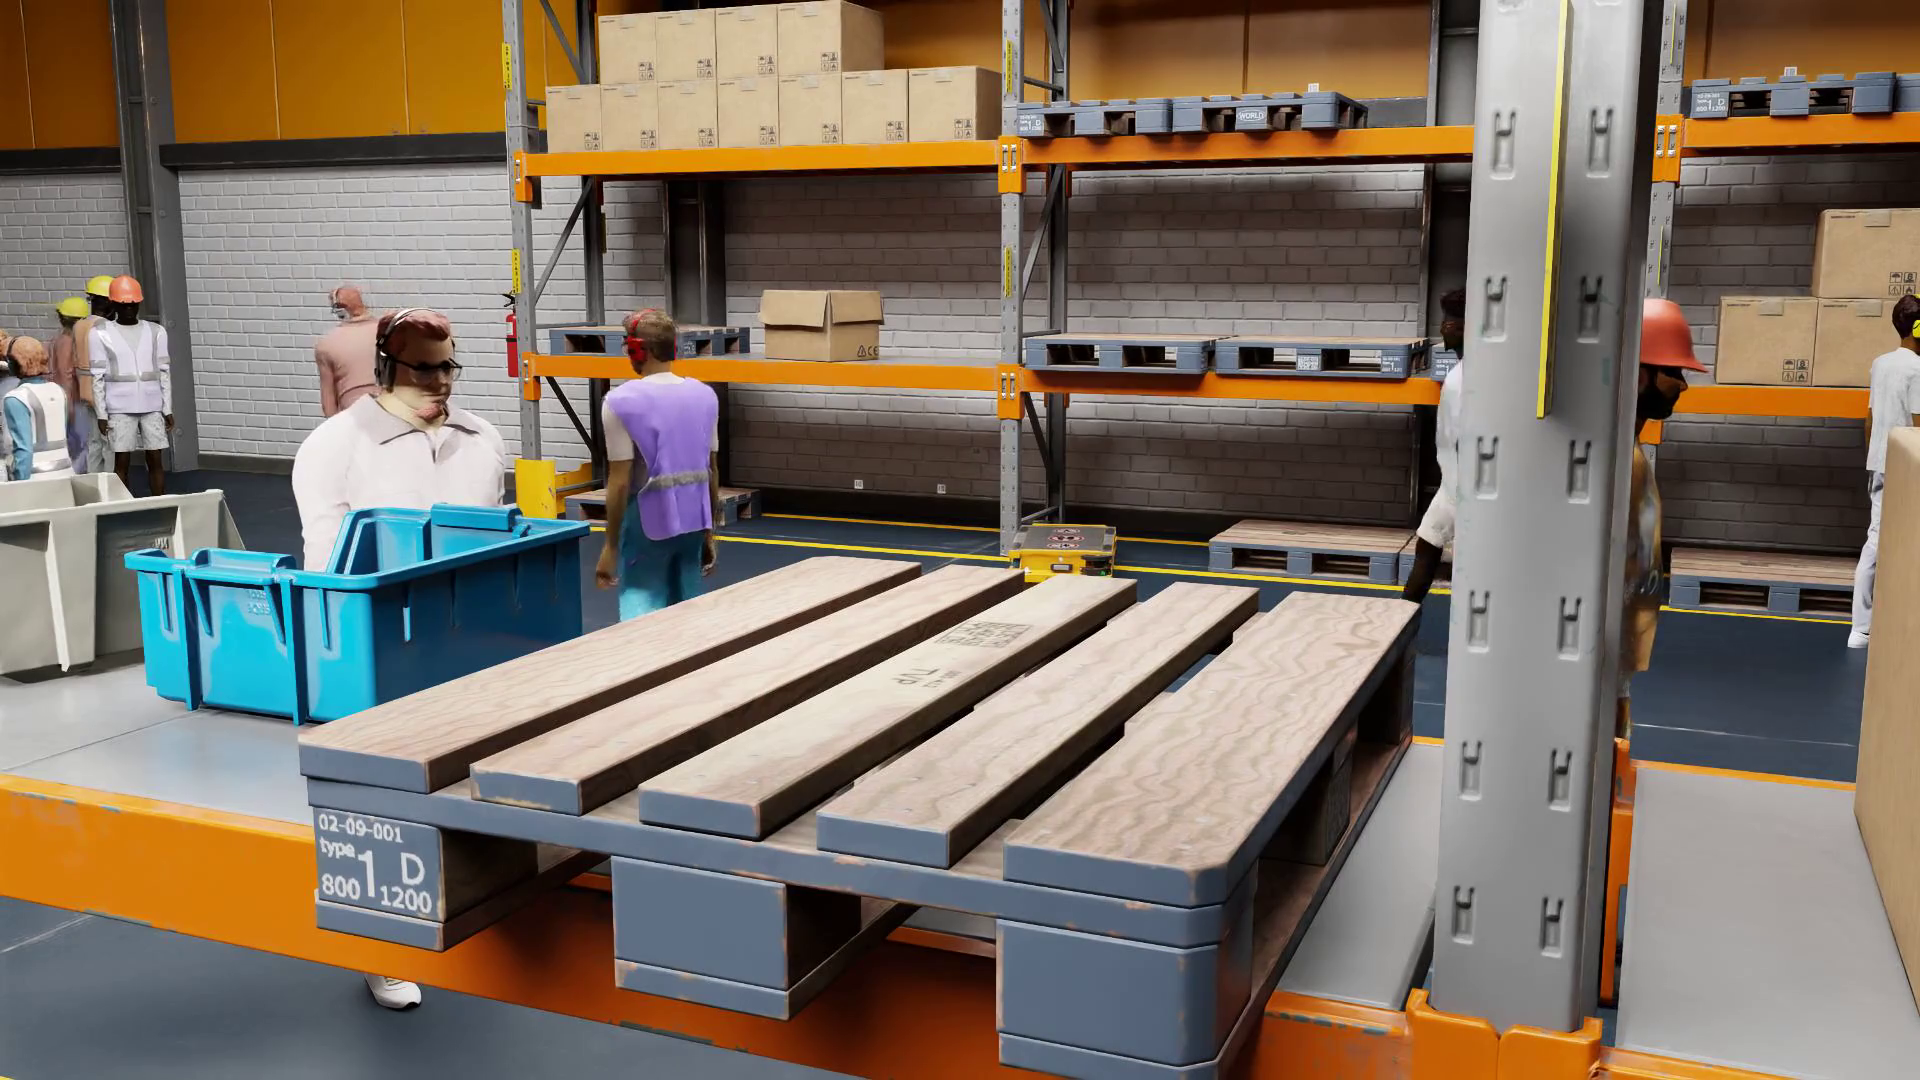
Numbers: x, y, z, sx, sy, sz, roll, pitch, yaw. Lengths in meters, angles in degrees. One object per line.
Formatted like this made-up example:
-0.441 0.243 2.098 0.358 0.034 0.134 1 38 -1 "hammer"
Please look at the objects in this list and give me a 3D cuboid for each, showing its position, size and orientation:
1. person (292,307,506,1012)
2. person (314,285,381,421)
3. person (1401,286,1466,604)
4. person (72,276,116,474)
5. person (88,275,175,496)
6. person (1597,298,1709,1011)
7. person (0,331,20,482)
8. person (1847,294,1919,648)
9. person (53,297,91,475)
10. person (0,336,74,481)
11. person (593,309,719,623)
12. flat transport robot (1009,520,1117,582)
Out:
-1.480 0.312 4.623 0.409 1.903 0.638 7 12 38 "person"
-4.098 -0.837 11.642 0.746 1.857 0.425 -3 10 -18 "person"
2.554 -0.321 8.410 1.049 1.908 0.616 9 13 42 "person"
-6.652 -1.093 12.987 0.584 1.918 0.381 7 12 36 "person"
-6.084 -0.978 12.271 0.543 1.932 0.381 -8 12 -40 "person"
1.779 0.310 4.552 0.388 1.929 0.548 3 10 17 "person"
-5.814 -0.471 10.213 0.510 1.599 0.762 -9 13 -44 "person"
4.838 -0.328 8.542 0.328 1.873 0.520 0 9 0 "person"
-7.124 -1.075 13.373 0.406 1.741 0.560 -6 11 -30 "person"
-4.926 -0.274 8.923 0.314 1.635 0.517 0 9 -2 "person"
-1.201 -0.008 6.753 0.458 1.833 0.612 8 12 38 "person"
0.691 0.068 10.956 0.652 0.197 1.431 1 10 6 "flat transport robot"
